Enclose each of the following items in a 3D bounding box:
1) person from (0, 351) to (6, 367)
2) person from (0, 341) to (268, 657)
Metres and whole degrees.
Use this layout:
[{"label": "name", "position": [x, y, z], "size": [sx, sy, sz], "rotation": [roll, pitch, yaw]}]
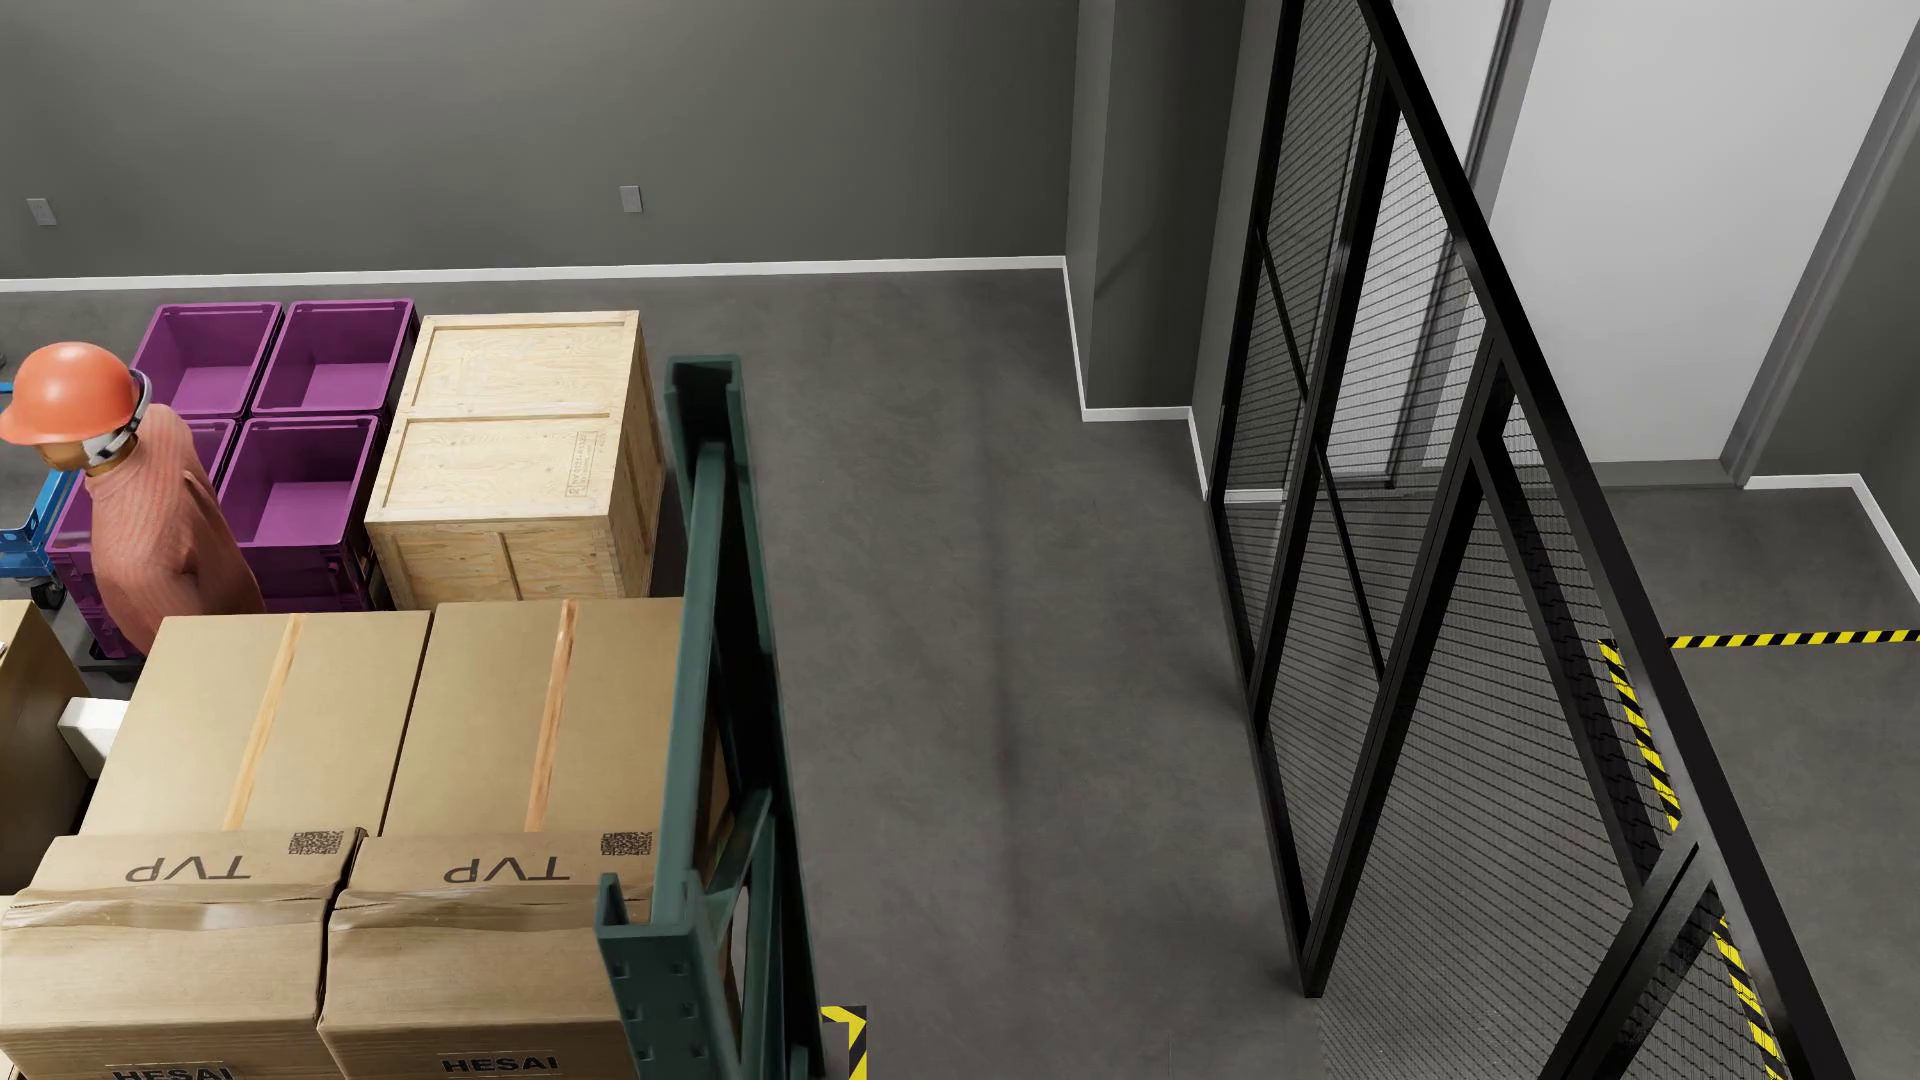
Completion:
[{"label": "person", "position": [-4.028, -1.268, 5.967], "size": [0.357, 1.938, 0.638], "rotation": [-3, 46, -3]}, {"label": "person", "position": [-2.038, 0.258, 4.470], "size": [0.373, 1.997, 0.610], "rotation": [-12, 47, -11]}]
